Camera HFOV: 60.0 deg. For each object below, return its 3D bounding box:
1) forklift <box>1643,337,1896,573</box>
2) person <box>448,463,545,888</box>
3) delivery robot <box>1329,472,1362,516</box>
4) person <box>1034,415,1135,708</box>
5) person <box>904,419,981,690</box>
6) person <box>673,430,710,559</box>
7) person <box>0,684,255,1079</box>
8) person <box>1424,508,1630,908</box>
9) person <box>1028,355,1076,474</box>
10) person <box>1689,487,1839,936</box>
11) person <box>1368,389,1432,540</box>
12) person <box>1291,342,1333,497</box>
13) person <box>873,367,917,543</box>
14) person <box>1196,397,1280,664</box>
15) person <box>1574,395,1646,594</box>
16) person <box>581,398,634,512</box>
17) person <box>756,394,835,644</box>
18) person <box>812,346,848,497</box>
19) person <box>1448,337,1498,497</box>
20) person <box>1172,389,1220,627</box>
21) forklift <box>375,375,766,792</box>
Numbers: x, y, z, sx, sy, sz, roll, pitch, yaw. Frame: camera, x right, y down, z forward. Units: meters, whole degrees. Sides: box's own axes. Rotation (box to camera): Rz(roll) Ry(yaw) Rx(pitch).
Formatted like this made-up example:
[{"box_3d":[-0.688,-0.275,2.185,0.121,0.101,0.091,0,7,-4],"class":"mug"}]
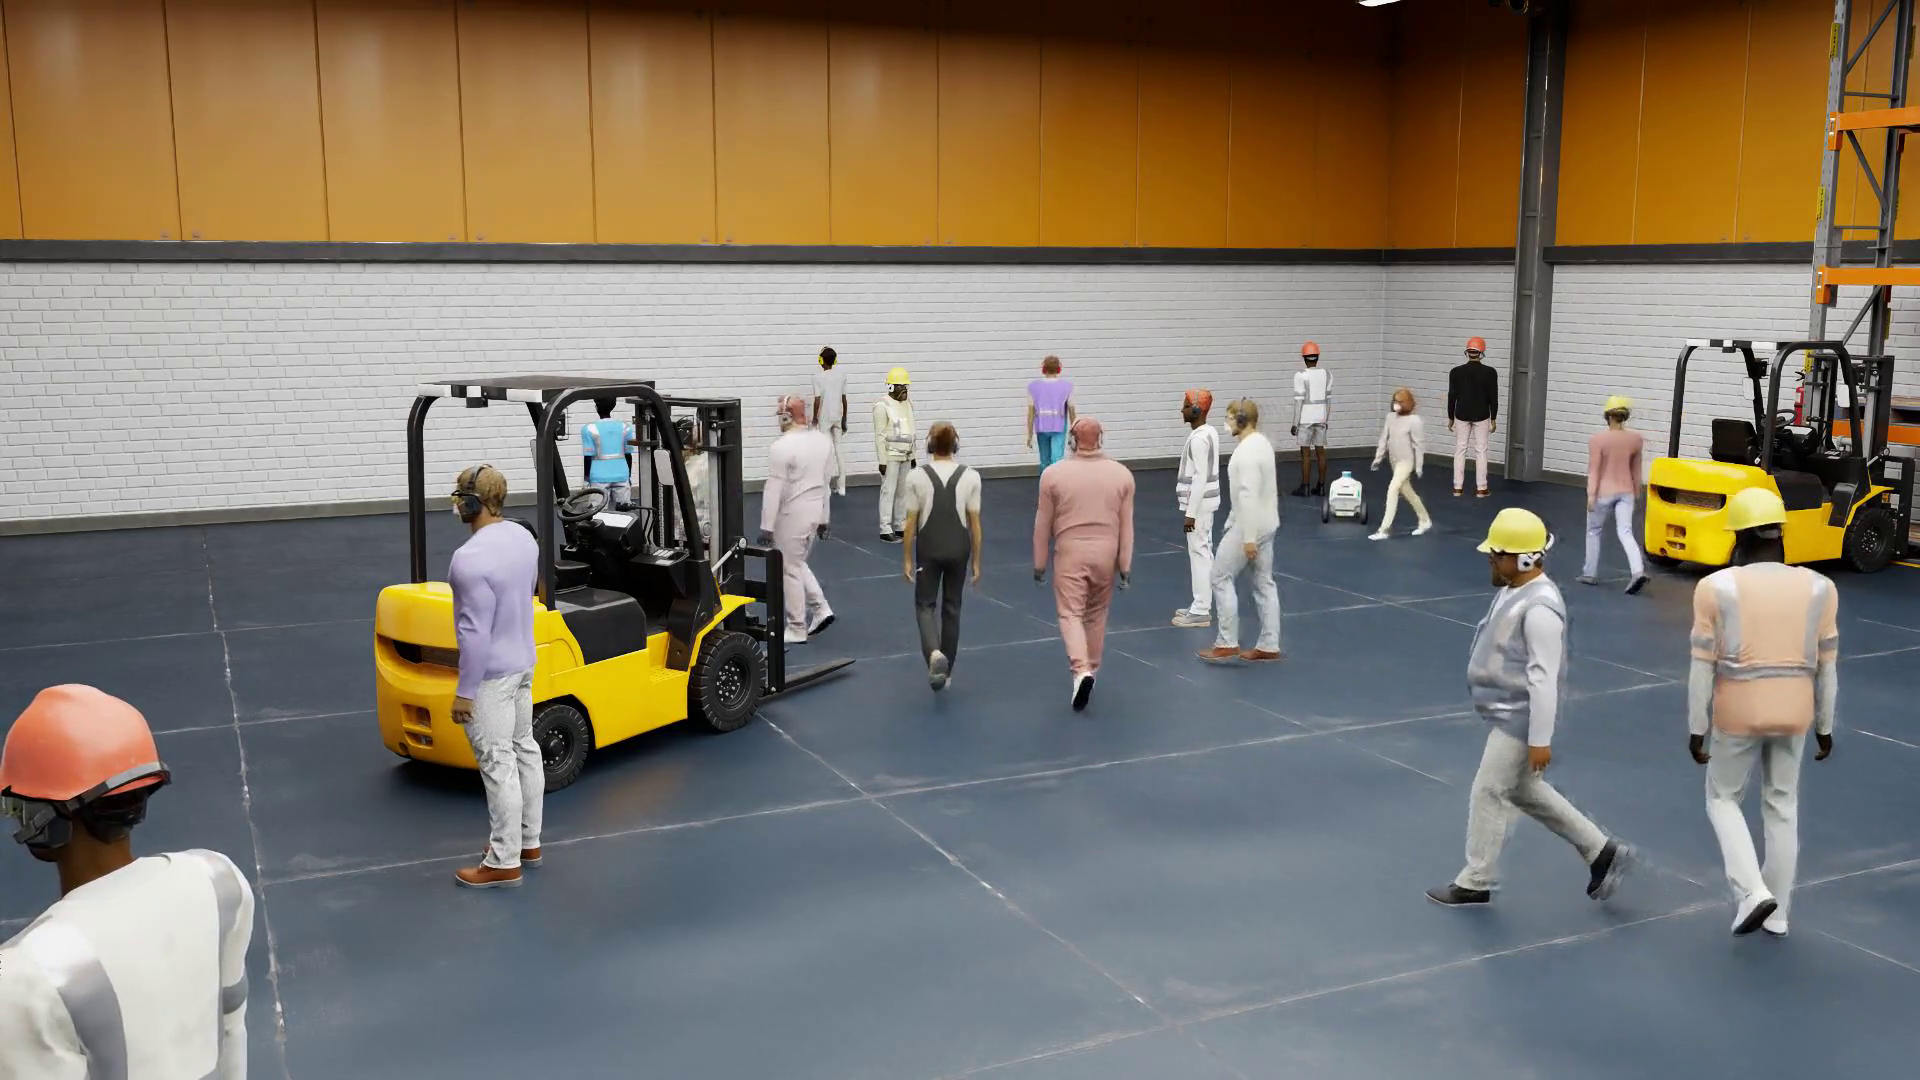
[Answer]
[{"box_3d":[7.551,-0.789,15.507,2.313,2.155,1.214,-4,10,-25],"class":"forklift"},{"box_3d":[-2.125,0.615,7.581,0.371,1.941,0.627,2,9,10],"class":"person"},{"box_3d":[4.326,-0.524,18.642,0.477,0.478,0.707,2,10,14],"class":"delivery robot"},{"box_3d":[0.816,0.128,10.822,0.654,1.877,0.893,-1,9,-8],"class":"person"},{"box_3d":[-0.110,0.127,10.958,0.528,1.826,0.603,-1,9,-7],"class":"person"},{"box_3d":[-2.107,-0.046,12.711,0.518,1.614,0.686,5,11,30],"class":"person"},{"box_3d":[-1.596,1.275,3.160,0.378,2.045,0.605,2,9,14],"class":"person"},{"box_3d":[2.502,0.745,7.216,0.804,1.802,0.590,2,9,10],"class":"person"},{"box_3d":[1.084,-1.289,19.797,0.574,1.816,0.869,2,9,10],"class":"person"},{"box_3d":[3.352,0.738,6.935,0.623,1.902,0.561,1,9,7],"class":"person"},{"box_3d":[4.685,-0.808,17.491,0.864,1.589,0.502,-4,10,-22],"class":"person"},{"box_3d":[4.358,-1.497,20.713,0.543,1.932,0.376,-4,10,-22],"class":"person"},{"box_3d":[-0.652,-0.877,17.212,0.403,1.825,0.592,6,11,32],"class":"person"},{"box_3d":[1.990,-0.060,11.851,0.722,1.909,0.641,4,10,23],"class":"person"},{"box_3d":[5.766,-0.402,14.578,0.538,1.736,0.835,-1,9,-8],"class":"person"},{"box_3d":[-3.322,-0.571,15.689,0.540,1.695,0.317,-7,12,-39],"class":"person"},{"box_3d":[-1.253,-0.149,12.479,0.421,1.887,0.653,4,10,26],"class":"person"},{"box_3d":[-1.637,-1.471,20.734,0.521,1.874,0.327,-6,11,-34],"class":"person"},{"box_3d":[6.378,-1.525,20.688,0.609,1.995,0.377,5,10,26],"class":"person"},{"box_3d":[1.872,-0.254,13.151,0.355,1.883,0.574,3,10,16],"class":"person"},{"box_3d":[-2.268,0.149,9.685,1.214,2.155,2.313,6,11,32],"class":"forklift"}]
